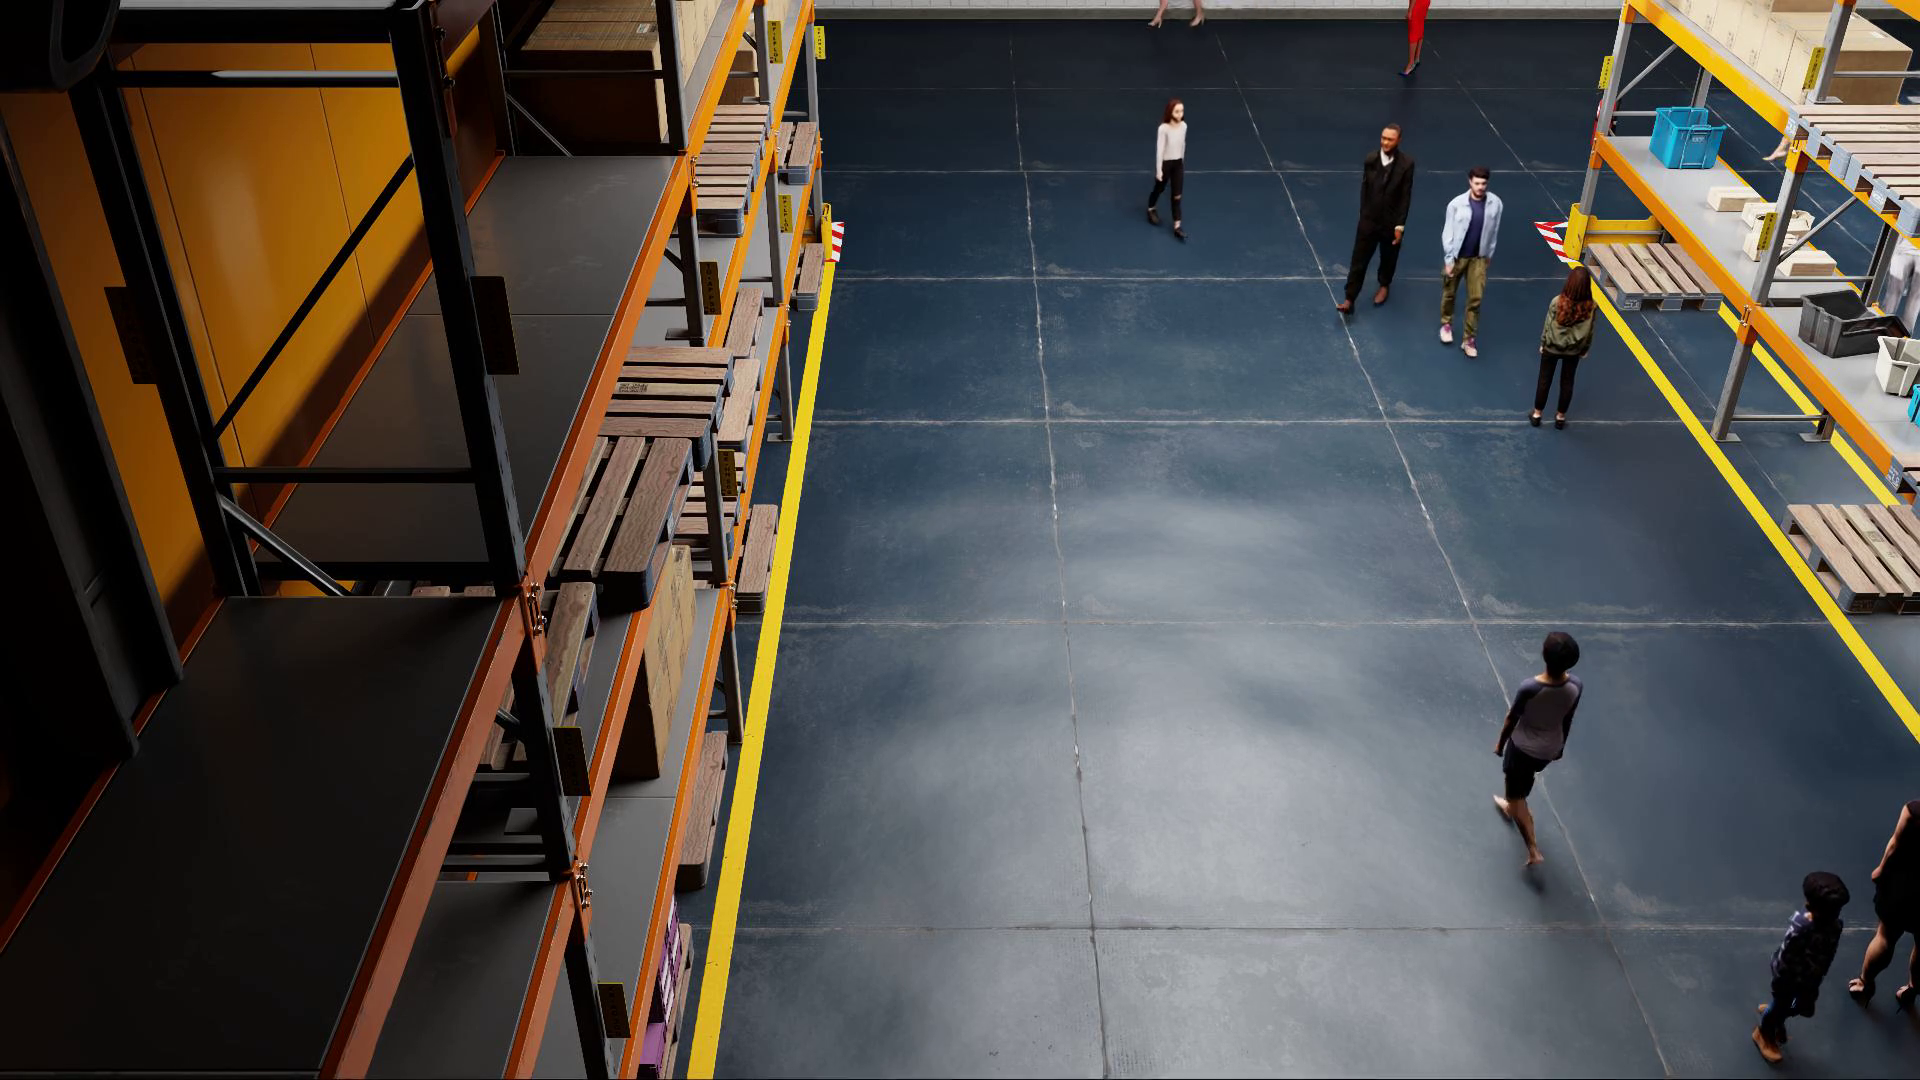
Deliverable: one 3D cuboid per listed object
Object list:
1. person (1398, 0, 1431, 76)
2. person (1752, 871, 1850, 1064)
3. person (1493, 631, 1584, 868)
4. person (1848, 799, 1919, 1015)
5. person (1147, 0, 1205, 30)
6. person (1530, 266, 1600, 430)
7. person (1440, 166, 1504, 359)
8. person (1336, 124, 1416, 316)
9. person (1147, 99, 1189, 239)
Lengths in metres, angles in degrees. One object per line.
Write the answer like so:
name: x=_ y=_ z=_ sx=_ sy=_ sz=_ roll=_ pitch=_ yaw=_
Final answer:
person: x=6.141 y=-7.117 z=22.266 sx=0.700 sy=1.744 sz=0.603 roll=20 pitch=39 yaw=28
person: x=4.369 y=2.197 z=8.707 sx=0.564 sy=1.242 sz=0.585 roll=-9 pitch=35 yaw=-13
person: x=3.438 y=1.249 z=9.869 sx=0.680 sy=1.535 sz=1.013 roll=-6 pitch=34 yaw=-10
person: x=5.109 y=1.845 z=8.807 sx=0.726 sy=1.717 sz=0.718 roll=11 pitch=35 yaw=16
person: x=3.327 y=-8.167 z=23.870 sx=0.980 sy=1.717 sz=1.188 roll=-10 pitch=35 yaw=-14
person: x=5.188 y=-1.654 z=14.290 sx=0.605 sy=1.475 sz=0.553 roll=5 pitch=34 yaw=8
person: x=4.705 y=-2.667 z=15.534 sx=0.718 sy=1.785 sz=0.916 roll=1 pitch=34 yaw=2
person: x=4.149 y=-3.128 z=16.164 sx=1.099 sy=1.857 sz=1.338 roll=17 pitch=37 yaw=24
person: x=2.204 y=-4.028 z=17.886 sx=0.834 sy=1.448 sz=1.070 roll=-15 pitch=37 yaw=-22
